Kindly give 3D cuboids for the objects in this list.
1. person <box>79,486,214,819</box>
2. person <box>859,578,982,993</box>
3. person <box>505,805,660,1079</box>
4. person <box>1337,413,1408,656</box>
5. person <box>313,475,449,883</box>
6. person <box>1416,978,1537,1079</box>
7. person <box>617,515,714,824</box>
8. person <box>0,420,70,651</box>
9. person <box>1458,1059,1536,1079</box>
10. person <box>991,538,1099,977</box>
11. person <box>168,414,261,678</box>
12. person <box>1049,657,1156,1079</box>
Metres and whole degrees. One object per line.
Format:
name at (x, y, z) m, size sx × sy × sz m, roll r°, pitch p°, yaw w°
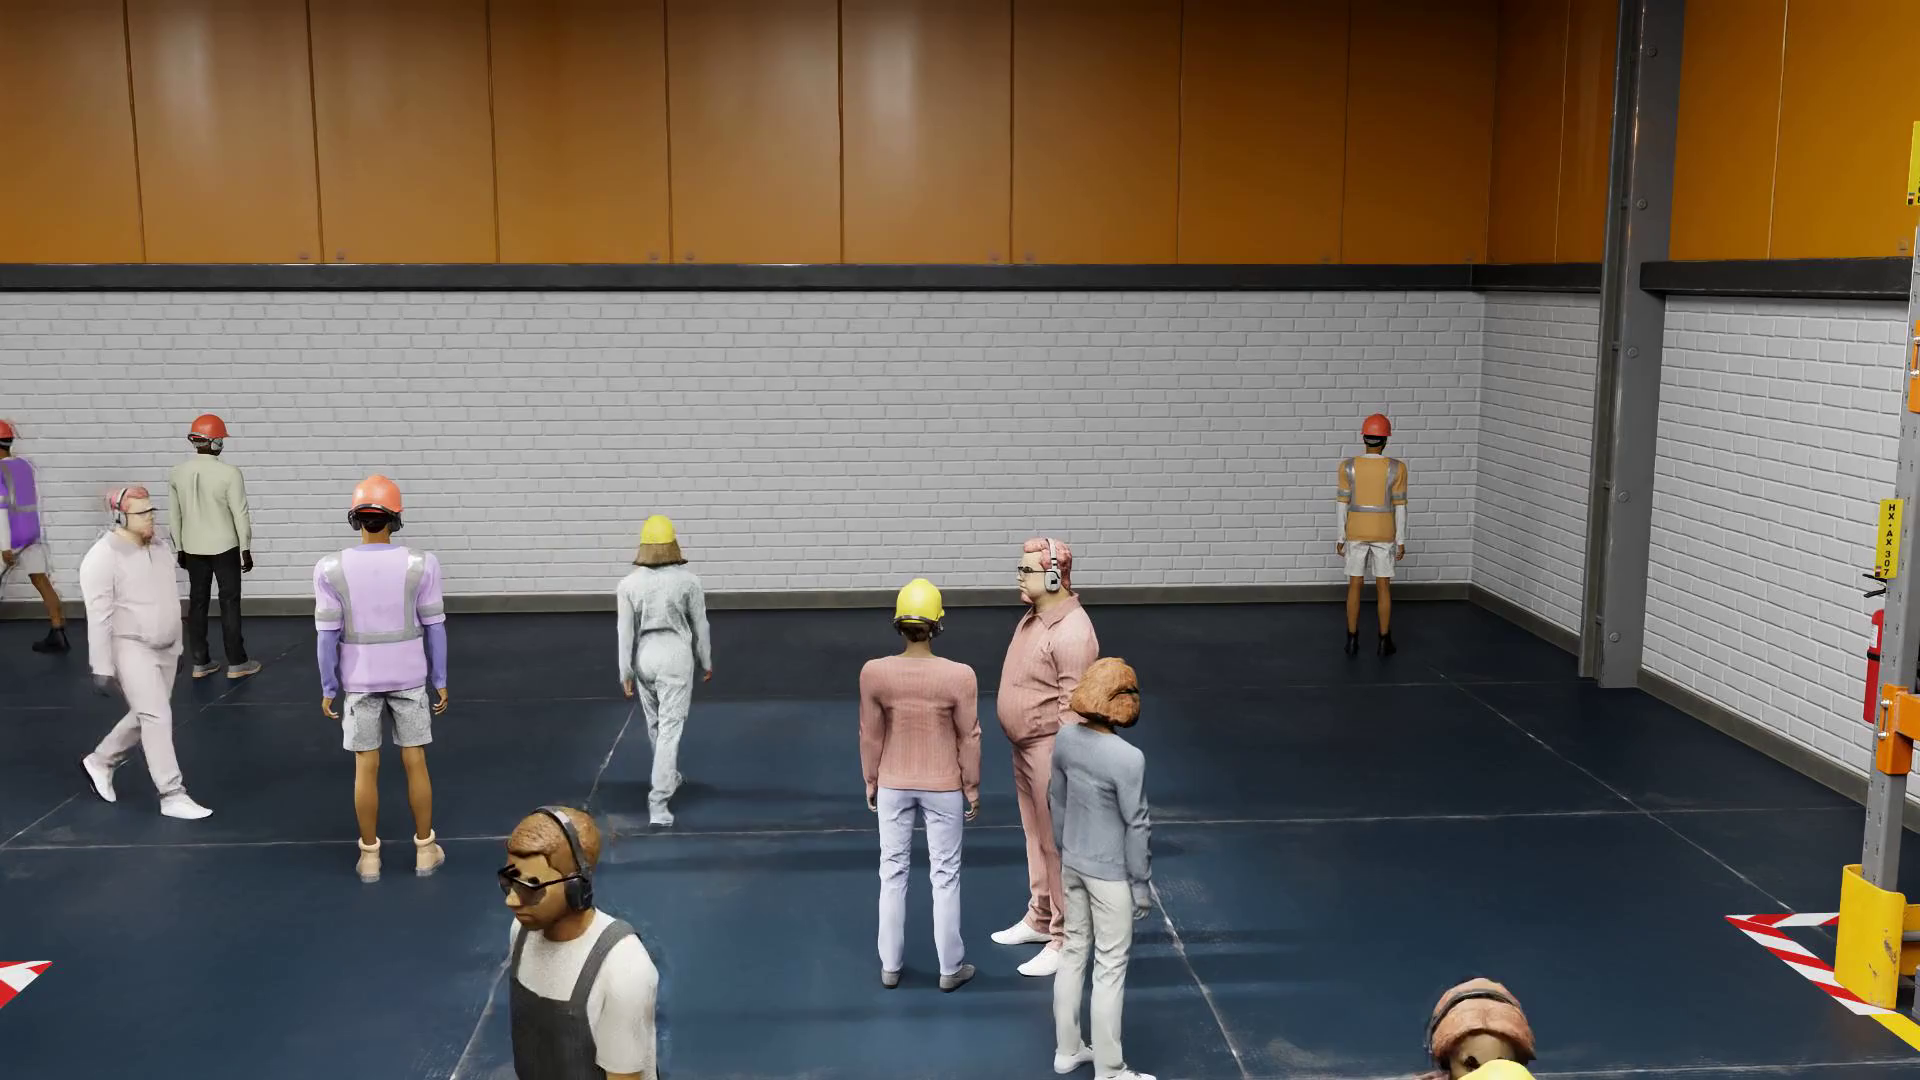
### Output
person at (-4.639, 0.622, 9.331) m, size 0.857 × 1.881 × 0.651 m, roll 2°, pitch 9°, yaw 10°
person at (-0.165, 1.039, 7.041) m, size 0.525 × 1.772 × 0.309 m, roll 2°, pitch 9°, yaw 11°
person at (-0.956, 1.515, 3.910) m, size 0.503 × 1.818 × 0.748 m, roll 6°, pitch 11°, yaw 35°
person at (3.290, -0.042, 13.304) m, size 0.549 × 1.936 × 0.377 m, roll 3°, pitch 10°, yaw 21°
person at (-2.895, 0.691, 8.368) m, size 0.614 × 2.041 × 0.393 m, roll -3°, pitch 9°, yaw -16°
person at (1.037, 1.680, 3.538) m, size 0.528 × 1.624 × 0.724 m, roll 1°, pitch 9°, yaw 4°
person at (-1.668, 0.705, 9.364) m, size 0.488 × 1.699 × 0.906 m, roll 1°, pitch 9°, yaw 9°
person at (-7.680, -0.028, 13.380) m, size 1.016 × 1.875 × 0.546 m, roll 1°, pitch 9°, yaw 8°
person at (0.819, 1.708, 2.643) m, size 0.600 × 1.831 × 0.404 m, roll 1°, pitch 9°, yaw 5°
person at (0.363, 0.933, 7.279) m, size 0.410 × 1.909 × 0.643 m, roll -2°, pitch 9°, yaw -15°
person at (-5.632, 0.048, 12.561) m, size 0.622 × 1.992 × 0.396 m, roll 1°, pitch 9°, yaw 7°
person at (0.530, 1.240, 6.206) m, size 0.268 × 1.630 × 0.507 m, roll -6°, pitch 11°, yaw -34°
